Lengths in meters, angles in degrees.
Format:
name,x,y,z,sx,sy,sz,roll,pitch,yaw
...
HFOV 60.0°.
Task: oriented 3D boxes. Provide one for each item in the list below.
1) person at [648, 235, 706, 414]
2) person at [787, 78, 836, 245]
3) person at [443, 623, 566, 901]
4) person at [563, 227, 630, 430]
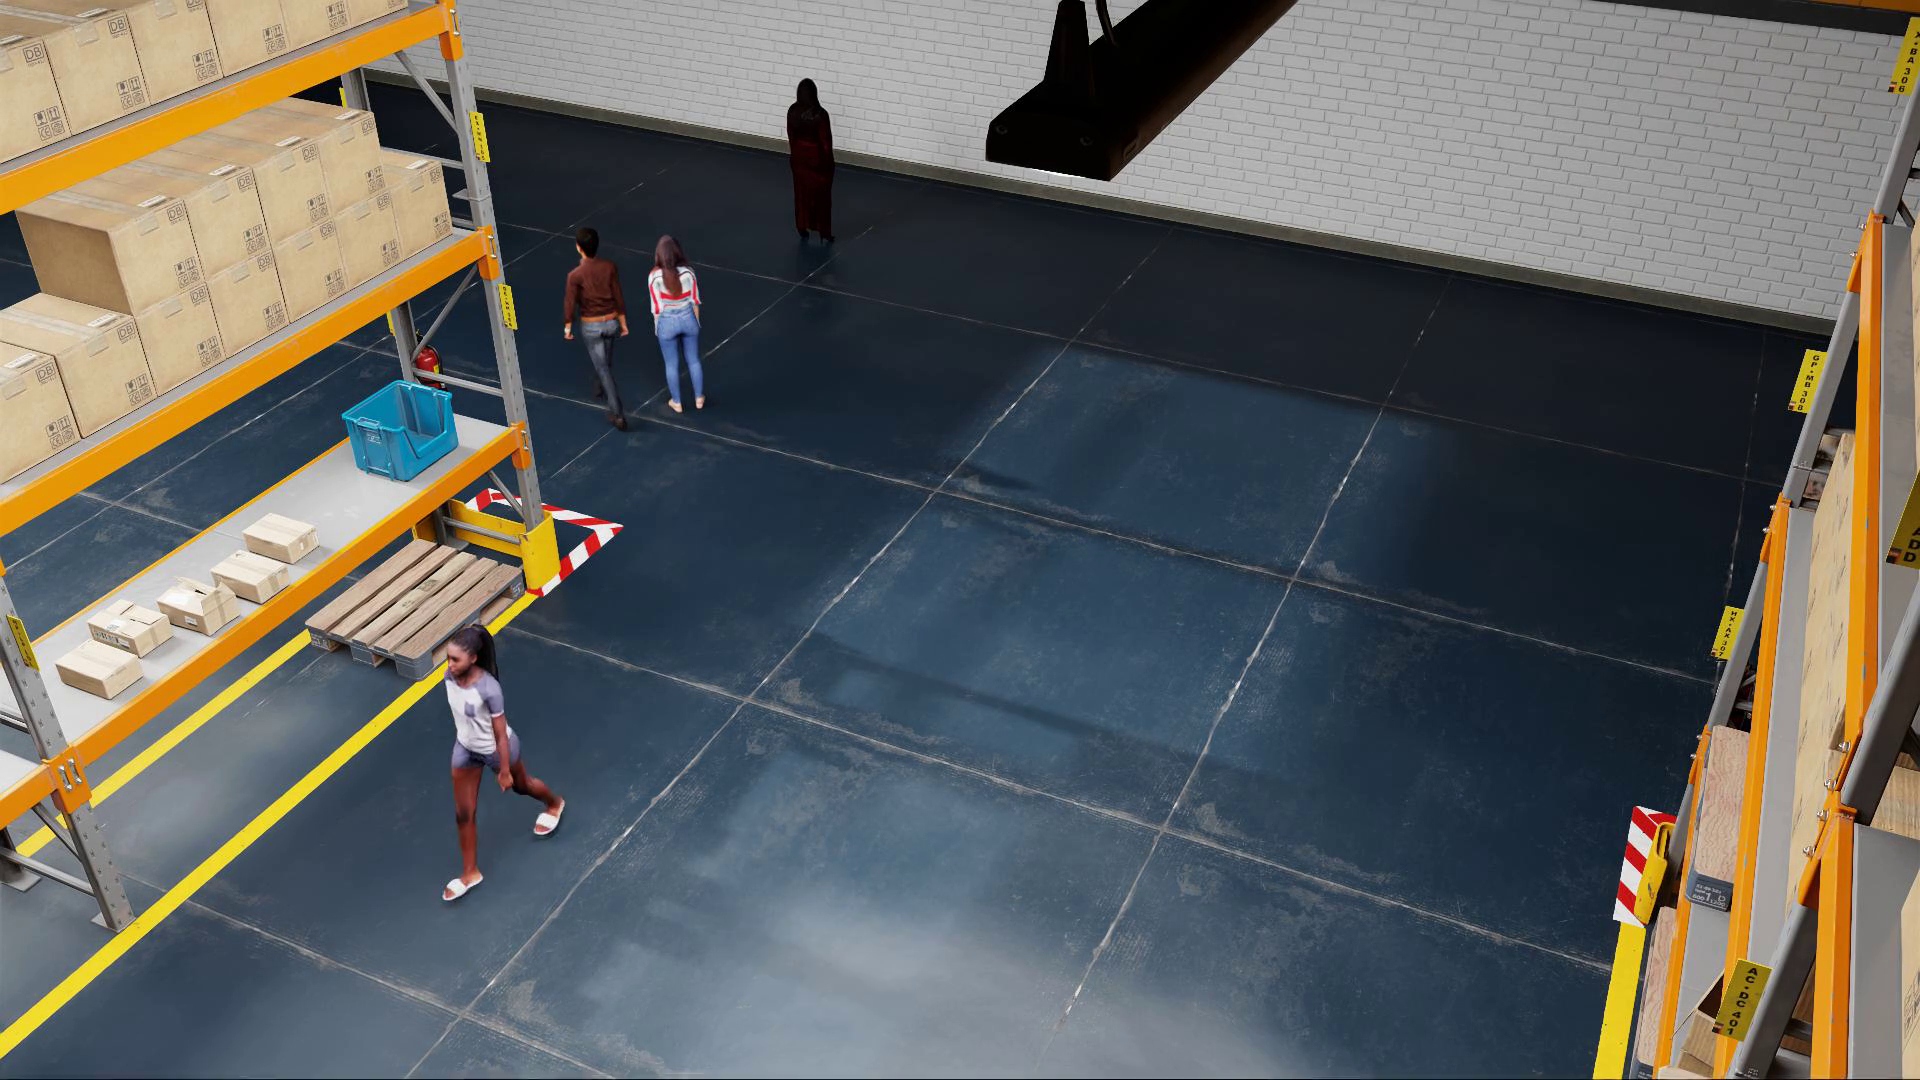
name,x,y,z,sx,sy,sz,roll,pitch,yaw
person,-2.447,-1.873,14.391,0.656,1.611,0.716,-11,35,-16
person,-1.556,-3.966,17.408,0.648,1.759,0.577,14,36,20
person,-2.676,1.210,9.694,0.711,1.677,1.205,19,38,26
person,-3.018,-1.757,14.102,1.099,1.740,1.014,-23,40,-30
